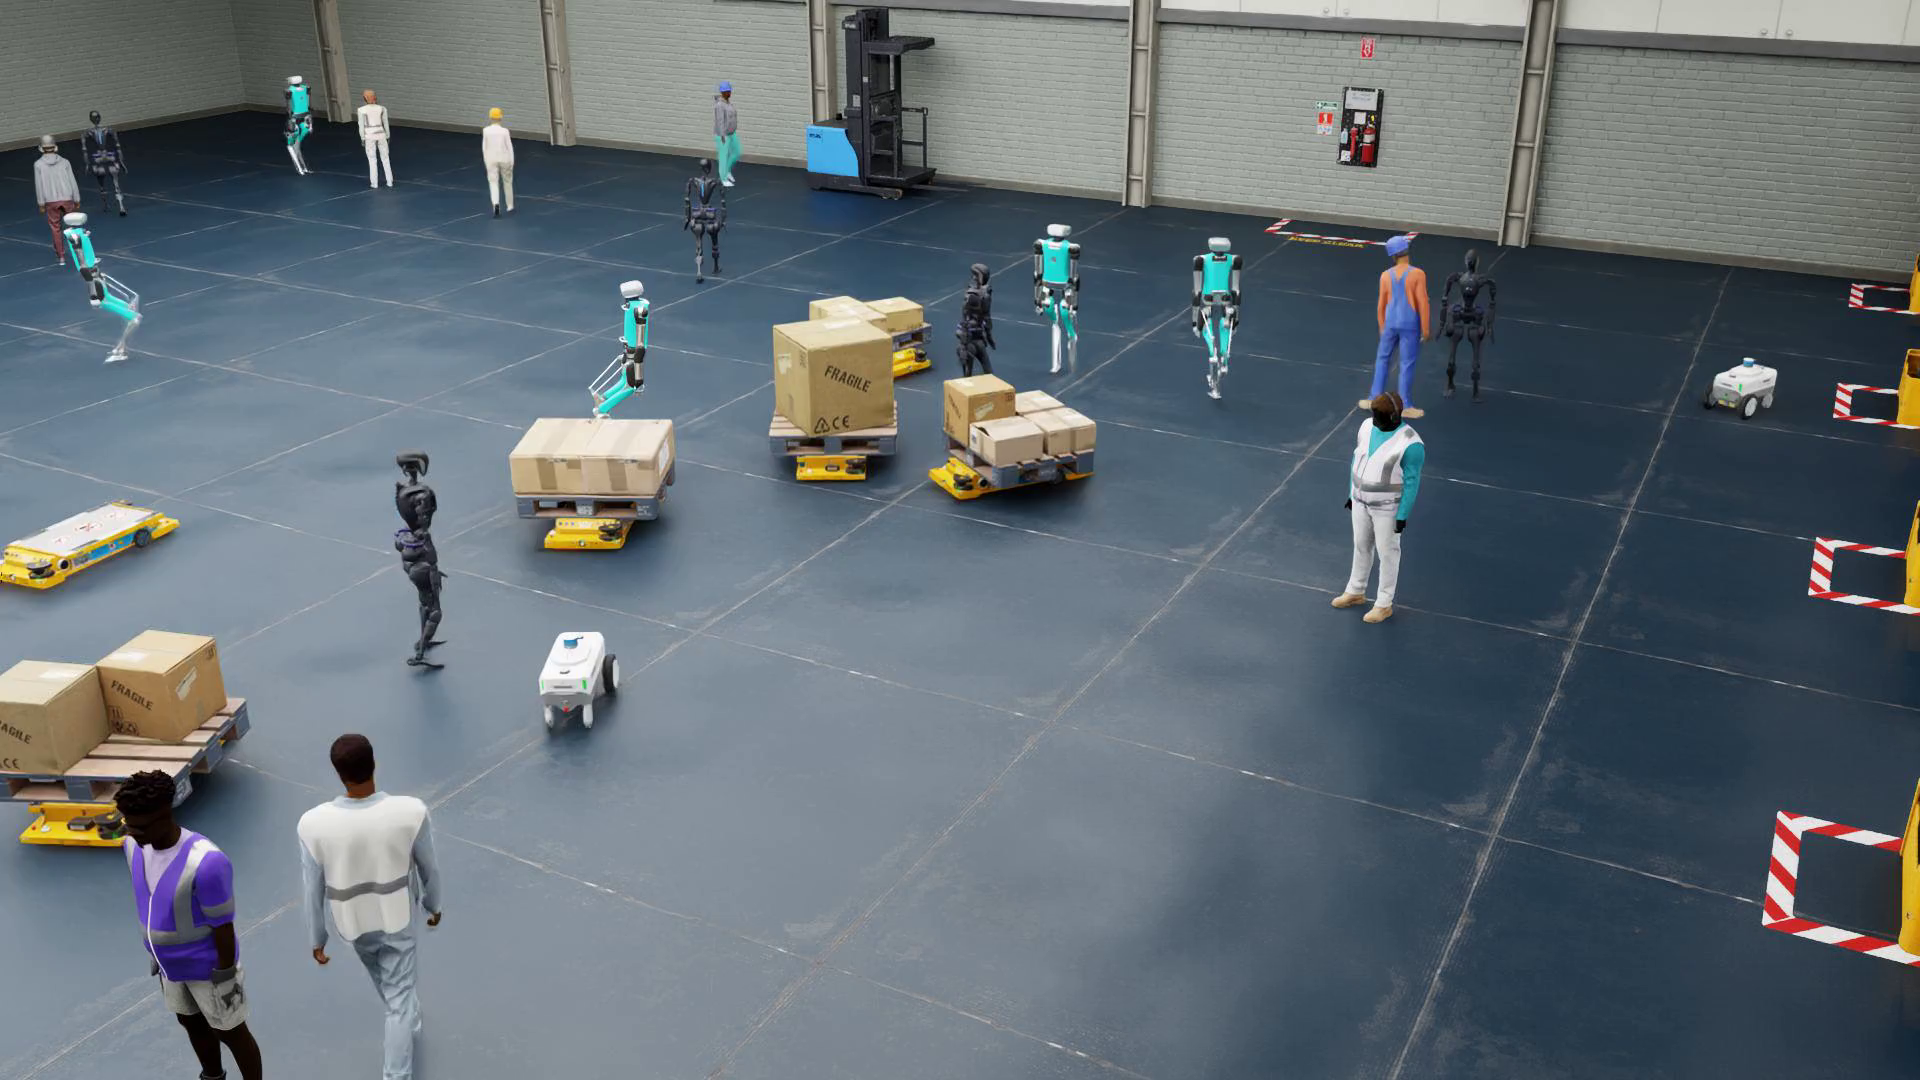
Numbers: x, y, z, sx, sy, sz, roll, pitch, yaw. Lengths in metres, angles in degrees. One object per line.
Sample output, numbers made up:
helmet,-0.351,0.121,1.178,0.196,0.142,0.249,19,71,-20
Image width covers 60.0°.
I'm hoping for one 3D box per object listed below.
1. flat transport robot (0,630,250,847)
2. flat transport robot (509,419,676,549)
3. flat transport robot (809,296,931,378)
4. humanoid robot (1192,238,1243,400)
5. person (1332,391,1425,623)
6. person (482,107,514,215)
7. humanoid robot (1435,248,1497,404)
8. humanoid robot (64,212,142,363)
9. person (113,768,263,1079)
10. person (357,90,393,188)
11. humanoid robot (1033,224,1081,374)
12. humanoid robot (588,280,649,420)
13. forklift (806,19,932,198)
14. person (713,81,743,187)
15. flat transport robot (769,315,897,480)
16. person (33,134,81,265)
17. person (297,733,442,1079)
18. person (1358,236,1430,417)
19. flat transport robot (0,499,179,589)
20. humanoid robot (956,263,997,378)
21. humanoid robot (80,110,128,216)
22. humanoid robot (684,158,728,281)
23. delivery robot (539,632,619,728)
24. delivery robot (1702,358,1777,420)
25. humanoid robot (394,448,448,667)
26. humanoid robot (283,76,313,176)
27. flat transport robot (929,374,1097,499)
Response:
flat transport robot,-5.323,1.501,10.669,0.659,0.231,1.431,1,23,3
flat transport robot,-3.216,-0.276,14.805,0.659,0.231,1.431,0,23,1
flat transport robot,-1.079,-2.156,19.181,1.431,0.231,0.659,21,31,40
humanoid robot,2.746,-2.284,17.602,0.535,1.738,0.953,-3,23,-6
person,3.215,-0.267,12.801,0.430,1.837,0.621,-14,27,-30
person,-7.310,-5.997,26.346,0.479,1.670,0.710,-5,24,-11
humanoid robot,5.394,-2.296,17.724,0.610,1.648,0.390,9,25,19
humanoid robot,-9.639,-2.886,18.892,0.724,1.697,0.534,-9,25,-20
person,-3.519,1.900,7.608,0.593,1.957,0.371,12,26,26
person,-9.953,-6.826,28.329,0.507,1.629,0.313,-16,28,-33
humanoid robot,1.139,-2.625,18.558,0.540,1.897,0.719,10,25,21
humanoid robot,-3.296,-1.620,15.904,0.735,1.677,0.533,-8,25,-19
forklift,-1.573,-7.292,27.850,1.873,2.768,1.129,12,26,25
person,-3.969,-6.916,28.363,0.410,1.766,0.528,10,25,23
flat transport robot,-1.215,-0.910,16.282,0.659,0.231,1.431,-1,23,-1
person,-12.650,-4.780,23.346,0.549,1.806,0.380,-14,27,-30
person,-2.798,1.791,7.987,0.601,1.844,0.995,-4,24,-9
person,4.582,-2.194,17.259,0.683,1.867,0.364,17,29,35
flat transport robot,-7.435,0.022,14.111,0.659,0.231,1.431,9,25,20
humanoid robot,0.164,-2.076,17.220,0.482,1.635,0.595,13,26,28
humanoid robot,-13.524,-5.950,26.294,0.615,1.637,0.765,-15,28,-32
humanoid robot,-3.472,-4.357,22.602,0.607,1.635,0.787,1,23,3
delivery robot,-2.697,0.931,11.626,0.499,0.589,0.784,-1,23,-1
delivery robot,8.279,-1.625,17.566,0.774,0.581,0.499,-16,28,-32
humanoid robot,-3.964,0.112,12.121,0.396,1.640,0.601,-13,26,-27
humanoid robot,-11.729,-7.268,29.247,0.840,1.787,0.611,13,26,27
flat transport robot,0.508,-0.661,15.701,1.431,0.231,0.659,-11,26,-24
